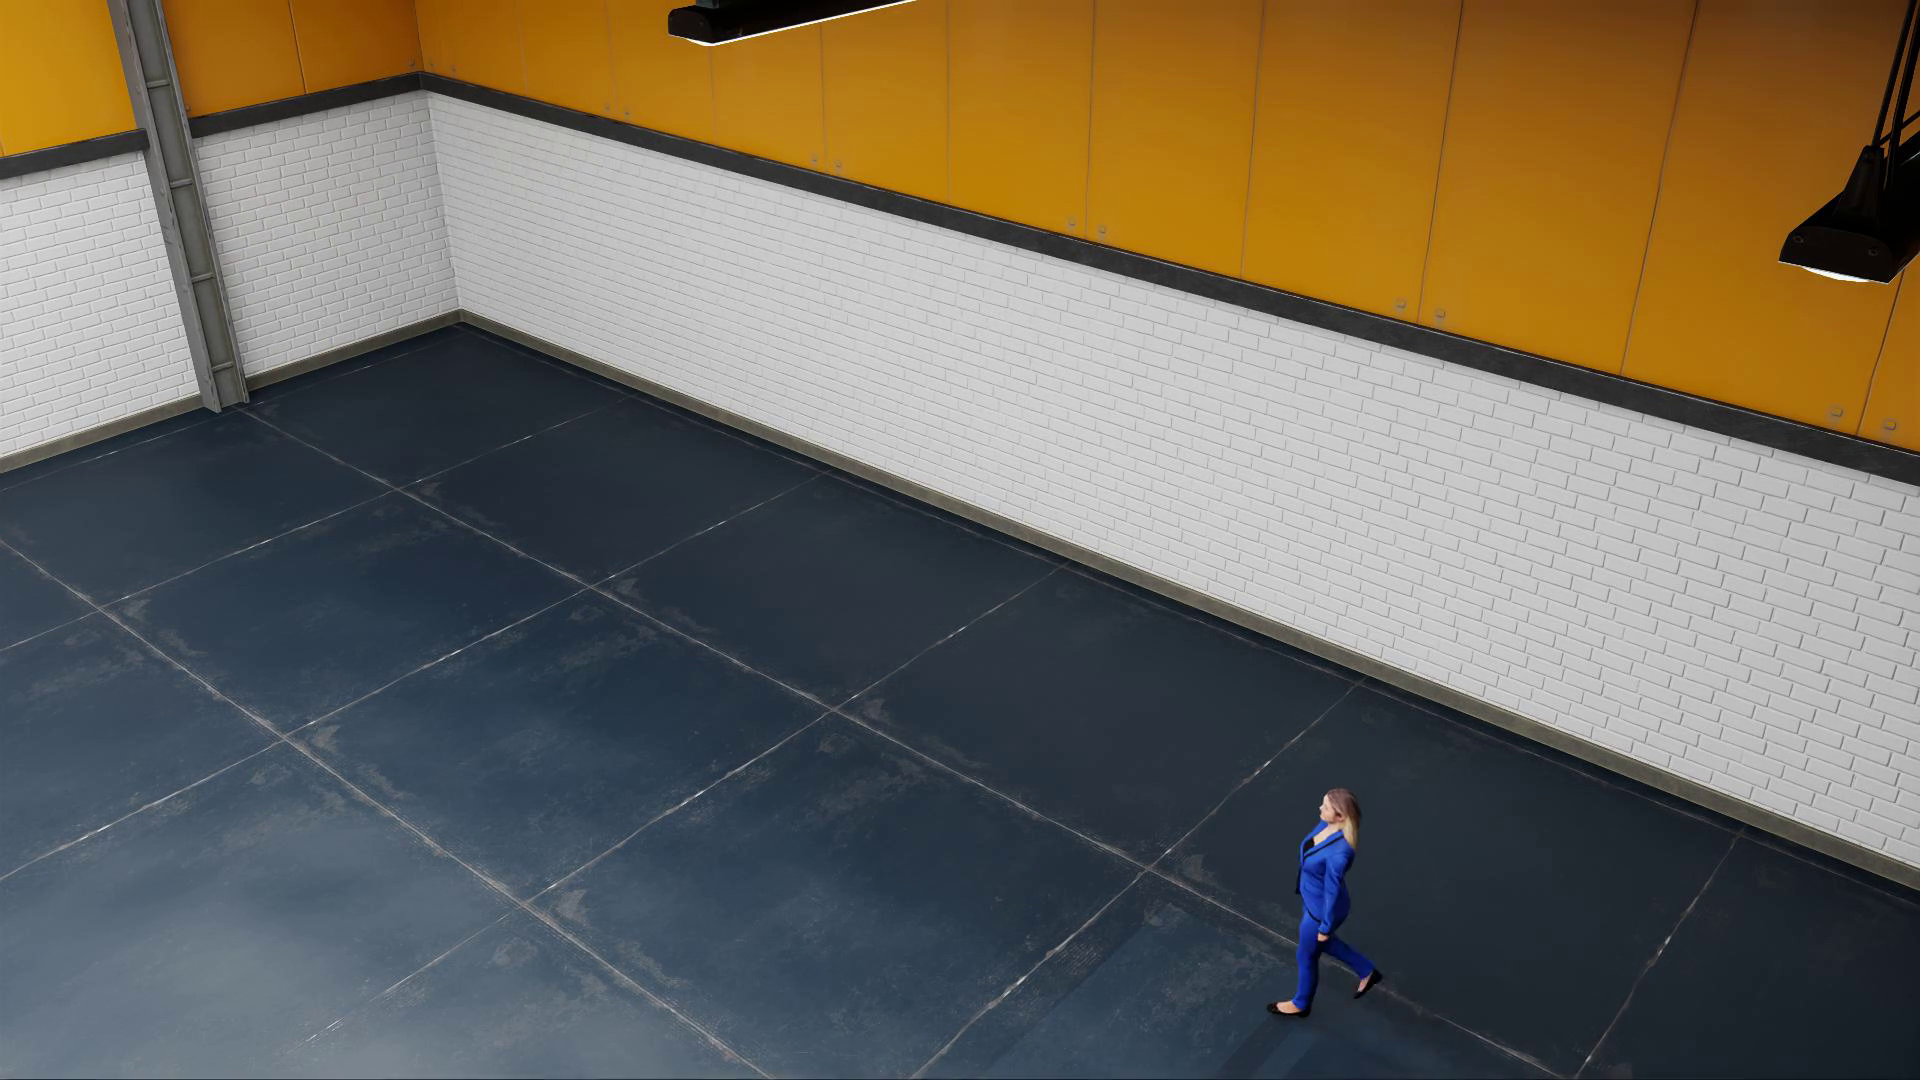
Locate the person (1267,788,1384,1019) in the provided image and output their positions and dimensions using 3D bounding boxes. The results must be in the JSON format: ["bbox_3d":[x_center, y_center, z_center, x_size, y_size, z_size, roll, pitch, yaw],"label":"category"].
[{"bbox_3d":[2.247,2.186,9.838,0.967,1.684,0.966,2,29,4],"label":"person"}]
